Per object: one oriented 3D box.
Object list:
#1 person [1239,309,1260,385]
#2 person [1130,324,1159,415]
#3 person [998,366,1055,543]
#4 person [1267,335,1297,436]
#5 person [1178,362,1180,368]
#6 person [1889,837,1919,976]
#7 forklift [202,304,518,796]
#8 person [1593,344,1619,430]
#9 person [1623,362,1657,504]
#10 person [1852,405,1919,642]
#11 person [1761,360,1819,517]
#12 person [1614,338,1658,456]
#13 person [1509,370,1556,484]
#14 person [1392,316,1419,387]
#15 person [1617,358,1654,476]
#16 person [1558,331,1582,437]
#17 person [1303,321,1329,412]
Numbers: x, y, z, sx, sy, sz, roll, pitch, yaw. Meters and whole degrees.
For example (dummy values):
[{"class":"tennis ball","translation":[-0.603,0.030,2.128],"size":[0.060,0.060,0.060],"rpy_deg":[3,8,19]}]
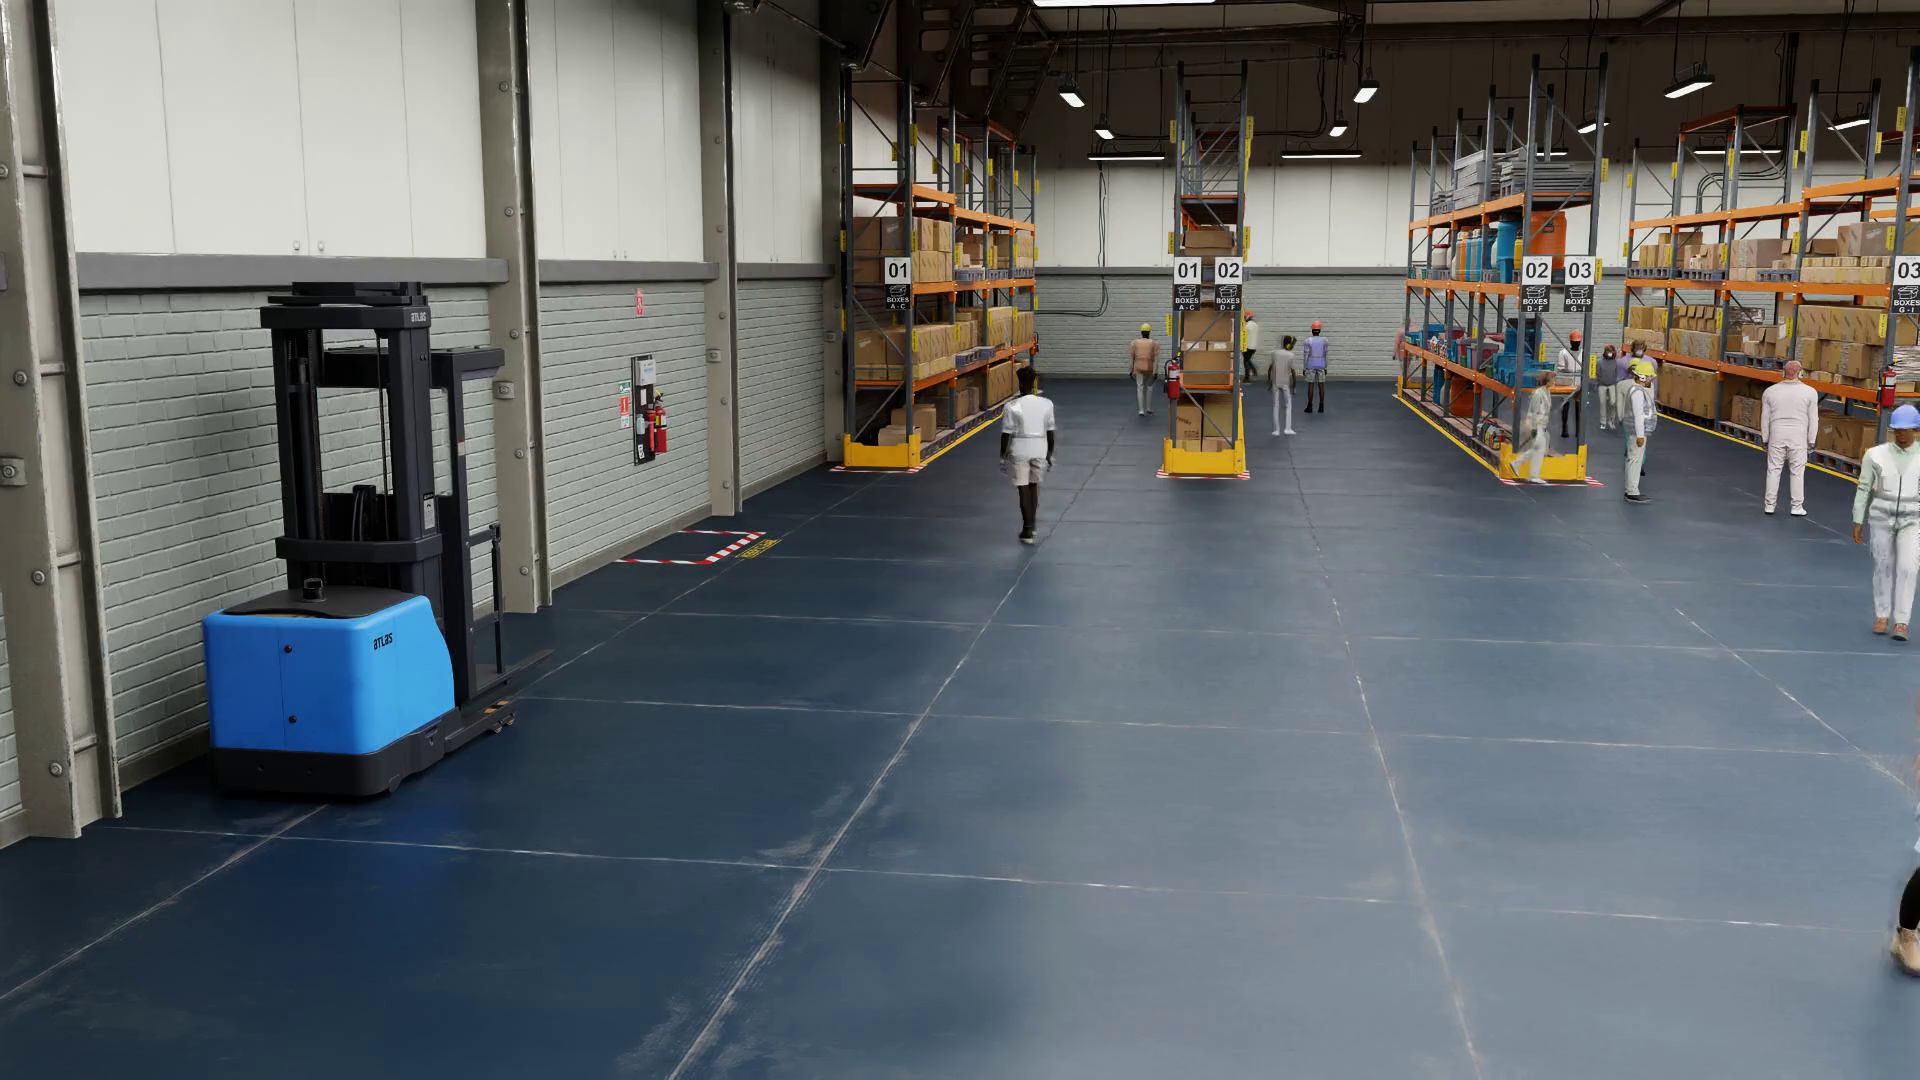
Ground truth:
[{"class":"person","translation":[7.636,-5.103,44.000],"size":[0.441,1.983,0.639],"rpy_deg":[7,12,38]},{"class":"person","translation":[3.865,-3.578,34.873],"size":[0.613,1.888,0.881],"rpy_deg":[2,9,10]},{"class":"person","translation":[0.707,-0.965,18.587],"size":[0.634,1.947,0.657],"rpy_deg":[-4,10,-23]},{"class":"person","translation":[5.877,-2.810,30.361],"size":[0.579,1.836,0.387],"rpy_deg":[4,10,24]},{"class":"person","translation":[5.641,-4.588,41.311],"size":[0.499,1.828,0.568],"rpy_deg":[-3,10,-17]},{"class":"person","translation":[4.242,1.092,6.824],"size":[0.548,1.640,0.878],"rpy_deg":[-2,9,-13]},{"class":"forklift","translation":[-3.673,-0.038,10.147],"size":[1.129,2.768,1.873],"rpy_deg":[1,9,9]},{"class":"person","translation":[12.288,-2.901,31.581],"size":[0.508,1.619,0.481],"rpy_deg":[3,10,20]},{"class":"person","translation":[8.873,-1.410,21.711],"size":[0.404,1.830,0.588],"rpy_deg":[3,10,17]},{"class":"person","translation":[7.621,-0.130,13.556],"size":[0.630,1.908,0.912],"rpy_deg":[6,11,34]},{"class":"person","translation":[10.220,-1.255,20.506],"size":[0.643,1.913,0.410],"rpy_deg":[7,11,35]},{"class":"person","translation":[10.991,-2.325,27.093],"size":[0.634,1.922,0.439],"rpy_deg":[3,10,20]},{"class":"person","translation":[8.142,-1.607,23.591],"size":[0.509,1.610,0.517],"rpy_deg":[5,11,29]},{"class":"person","translation":[11.164,-4.718,41.983],"size":[0.675,1.871,0.873],"rpy_deg":[-4,10,-25]},{"class":"person","translation":[9.832,-1.783,24.253],"size":[0.521,1.743,0.403],"rpy_deg":[4,10,21]},{"class":"person","translation":[11.126,-2.828,30.190],"size":[0.552,1.925,0.394],"rpy_deg":[1,9,8]},{"class":"person","translation":[7.577,-3.697,35.476],"size":[0.543,1.940,0.361],"rpy_deg":[-1,9,-4]}]
